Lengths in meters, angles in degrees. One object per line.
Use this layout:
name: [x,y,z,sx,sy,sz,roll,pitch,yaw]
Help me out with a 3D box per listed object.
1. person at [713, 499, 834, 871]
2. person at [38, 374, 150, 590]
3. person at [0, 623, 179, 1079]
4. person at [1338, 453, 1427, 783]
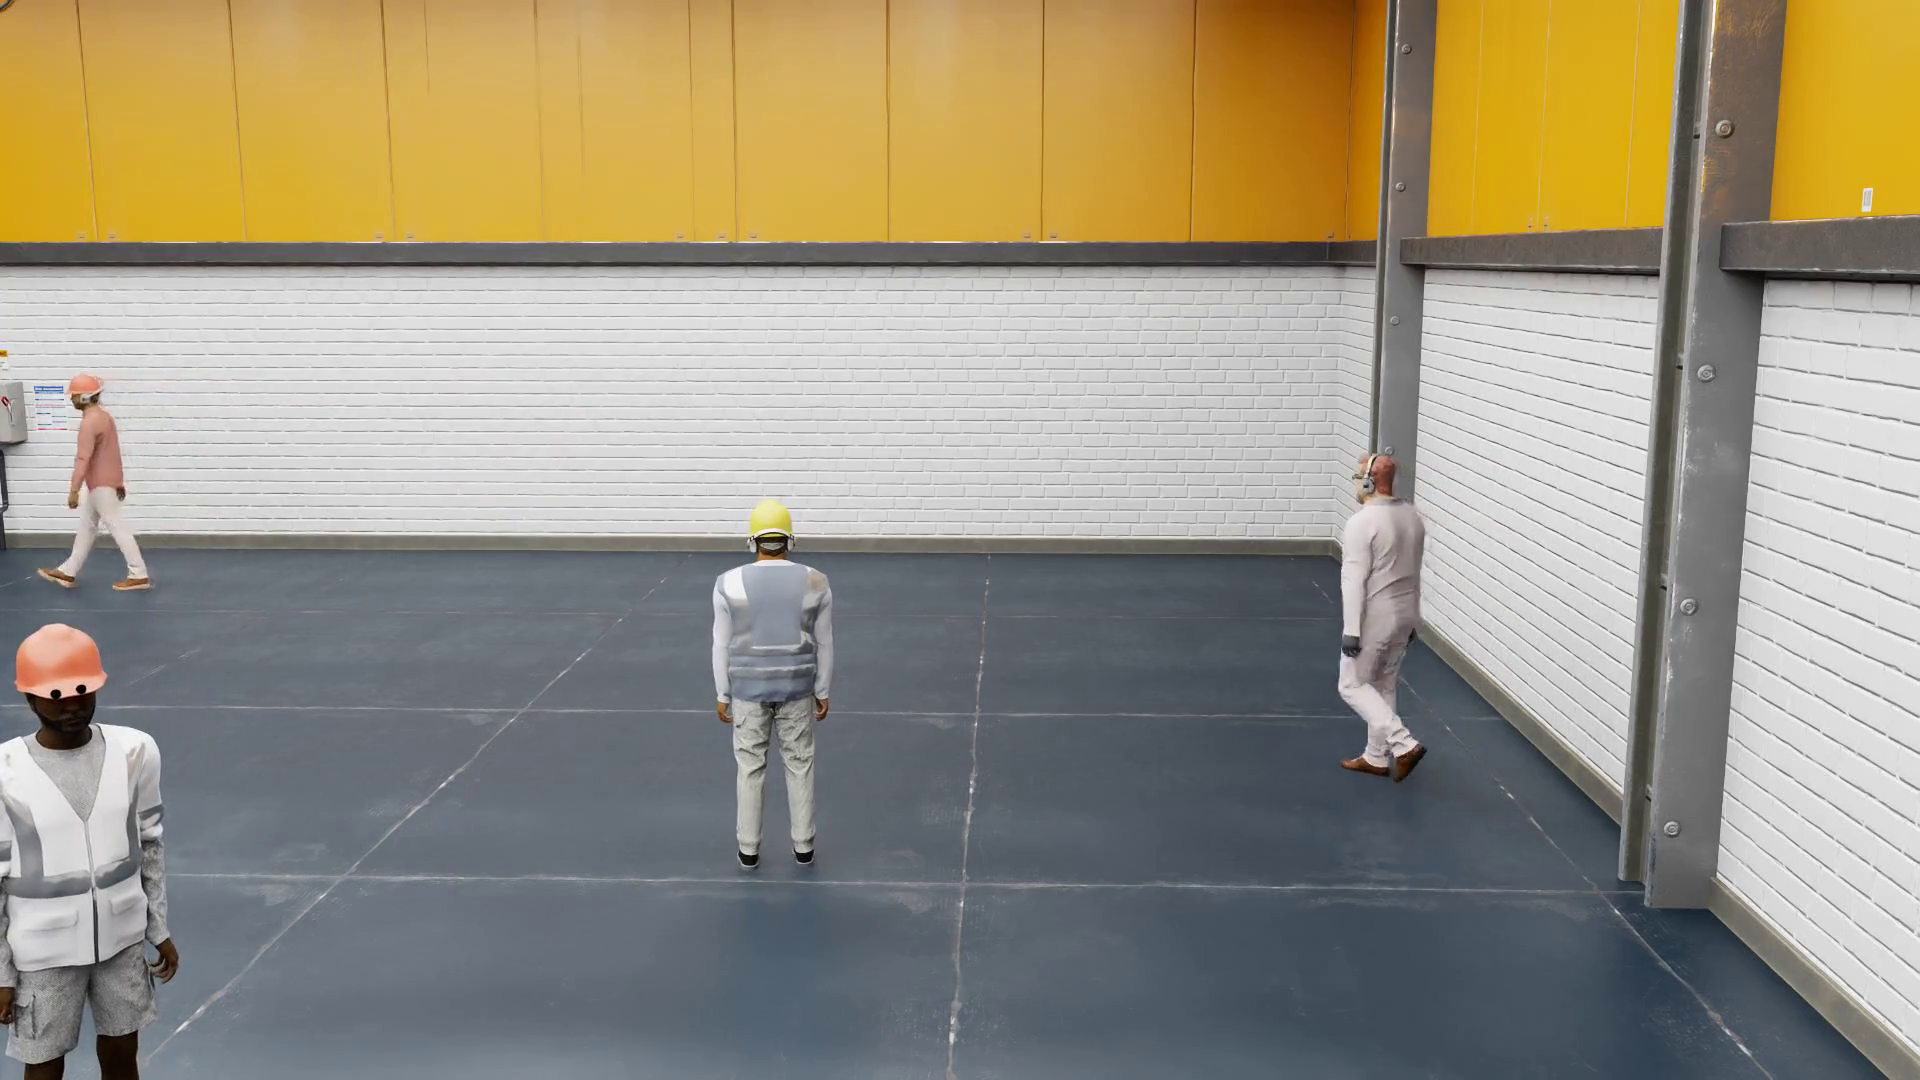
person: [-0.911,0.711,8.130,0.586,1.824,0.404,-2,10,-14]
person: [-7.798,-0.501,14.849,1.022,1.938,0.647,-2,10,-13]
person: [-2.608,1.193,4.953,0.377,1.938,0.547,9,13,42]
person: [2.419,0.463,9.374,0.654,1.893,0.585,-8,13,-41]
